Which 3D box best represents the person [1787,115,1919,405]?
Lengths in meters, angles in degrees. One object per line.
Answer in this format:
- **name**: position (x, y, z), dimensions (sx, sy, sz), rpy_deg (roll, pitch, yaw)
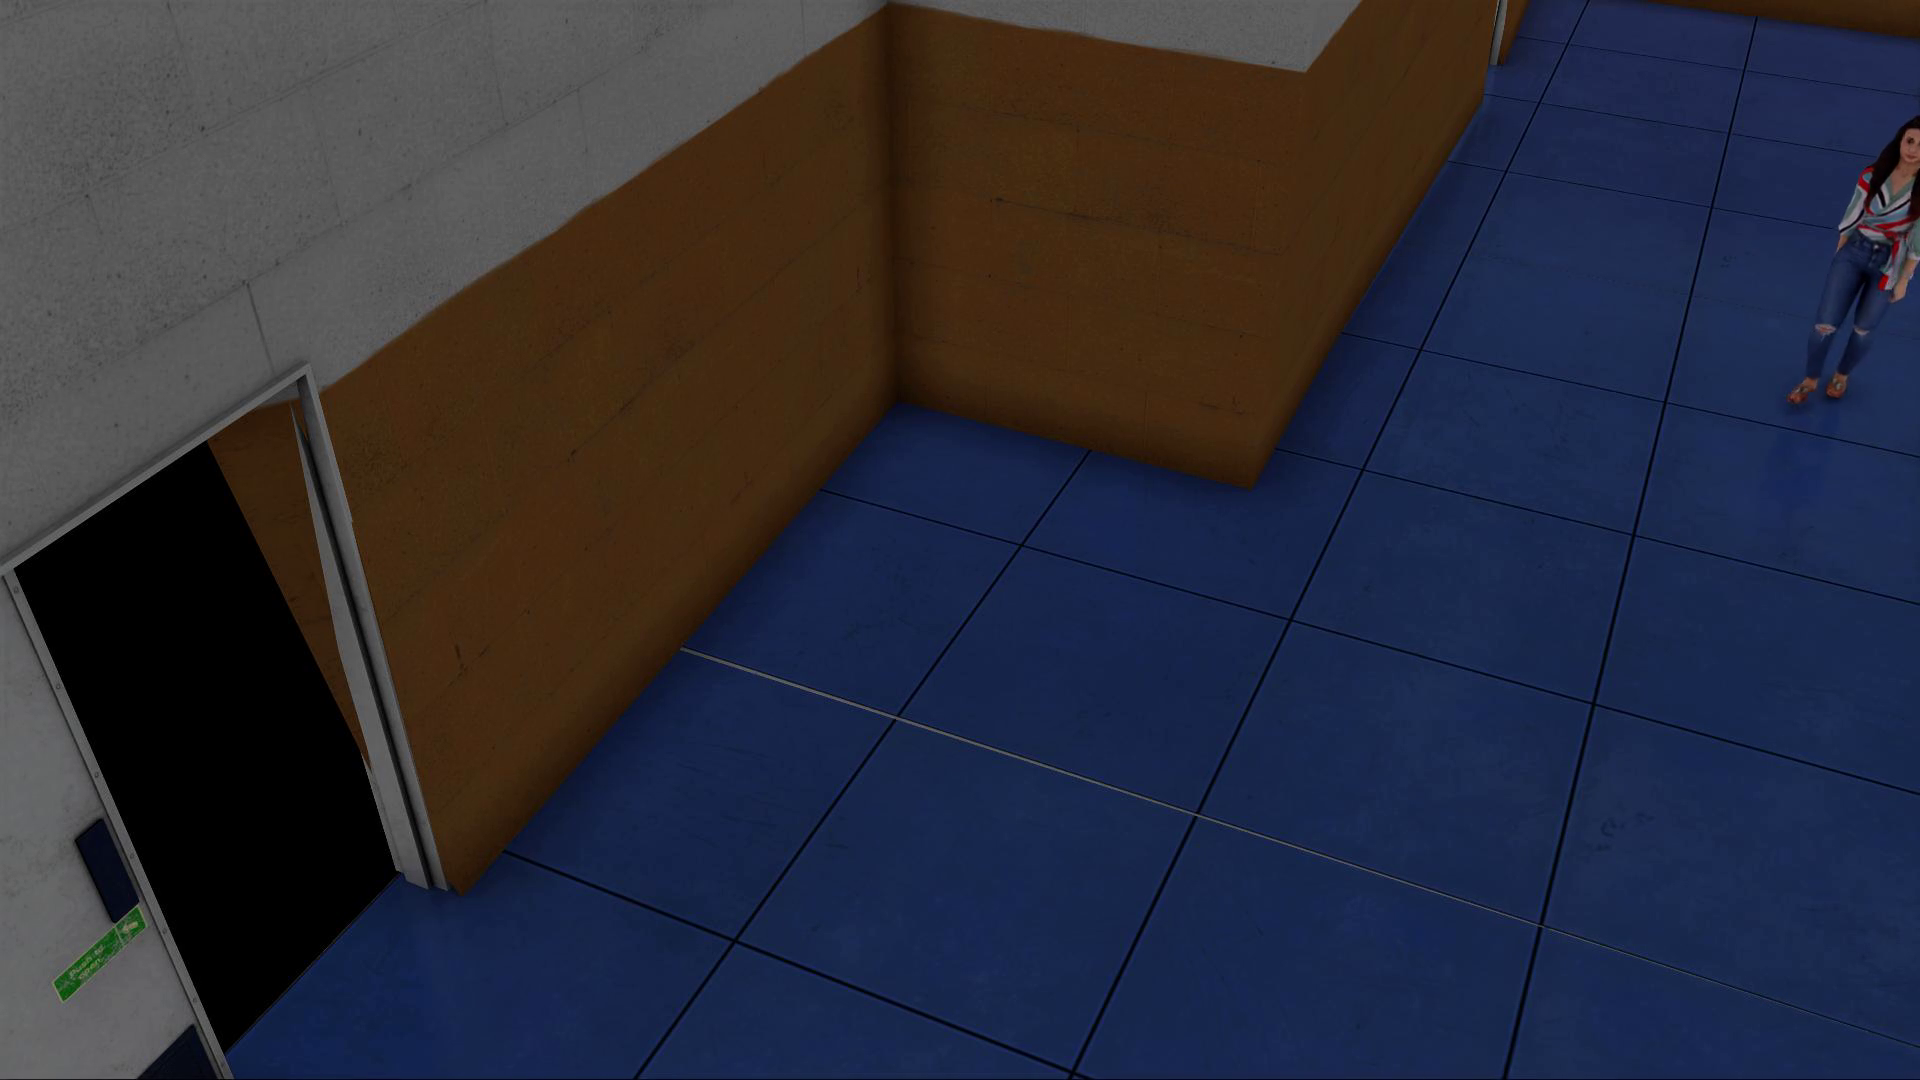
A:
- **person**: position (4.795, -1.469, 8.684), dimensions (0.722, 1.597, 0.750), rpy_deg (25, 43, 29)
